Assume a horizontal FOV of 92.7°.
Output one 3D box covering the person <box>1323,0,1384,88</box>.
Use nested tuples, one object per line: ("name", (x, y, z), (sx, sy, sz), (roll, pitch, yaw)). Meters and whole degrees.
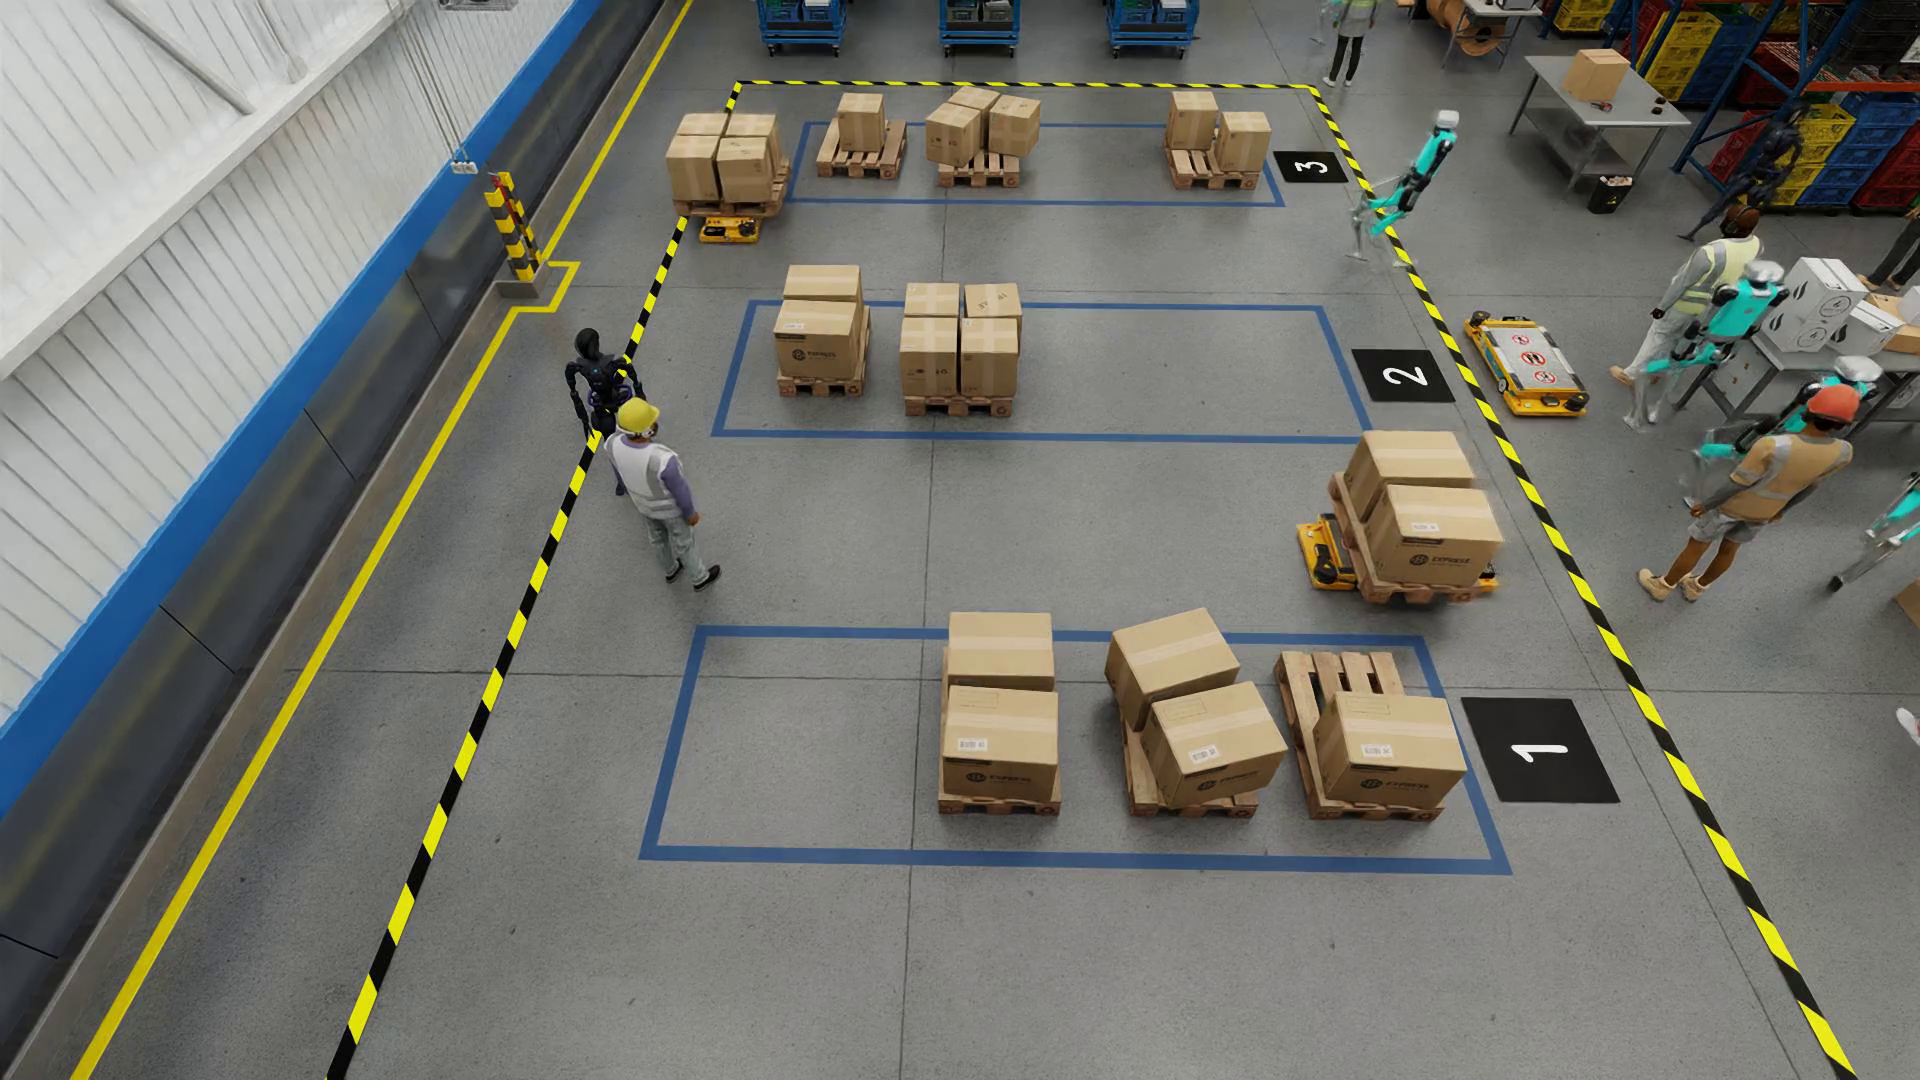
("person", (5.554, -7.353, 12.850), (0.597, 1.850, 0.397), (0, 49, 0))

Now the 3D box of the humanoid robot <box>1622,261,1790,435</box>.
("humanoid robot", (6.458, -1.763, 8.074), (0.542, 1.771, 0.698), (2, 49, 2))

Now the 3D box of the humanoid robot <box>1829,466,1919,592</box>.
("humanoid robot", (7.182, -0.276, 6.817), (0.963, 1.773, 0.540), (-18, 52, -15))

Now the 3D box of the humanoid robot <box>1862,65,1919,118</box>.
("humanoid robot", (11.407, -5.395, 11.311), (0.641, 1.639, 0.612), (8, 50, 7))

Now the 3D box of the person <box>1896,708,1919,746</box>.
("person", (6.792, 0.969, 5.625), (0.600, 1.890, 0.821), (4, 49, 3))

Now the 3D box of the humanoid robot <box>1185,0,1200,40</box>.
("humanoid robot", (3.580, -8.654, 14.104), (0.423, 1.642, 0.596), (-8, 50, -7))

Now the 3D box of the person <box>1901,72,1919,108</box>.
("person", (12.058, -5.833, 11.410), (0.391, 2.040, 0.613), (2, 49, 1))

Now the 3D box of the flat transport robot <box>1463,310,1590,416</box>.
("flat transport robot", (5.573, -1.757, 9.054), (0.659, 0.231, 1.431), (1, 49, 1))

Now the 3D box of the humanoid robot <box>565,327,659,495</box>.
("humanoid robot", (-2.808, -1.033, 7.486), (0.599, 1.657, 0.315), (-8, 50, -7))

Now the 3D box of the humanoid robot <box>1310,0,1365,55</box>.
("humanoid robot", (5.757, -8.162, 13.659), (1.039, 1.773, 0.548), (15, 51, 12))

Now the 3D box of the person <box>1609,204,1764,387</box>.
("person", (6.675, -2.191, 8.398), (0.629, 1.835, 0.429), (-10, 50, -9))

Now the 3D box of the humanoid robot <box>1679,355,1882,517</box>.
("humanoid robot", (6.358, -0.854, 7.370), (0.550, 1.874, 0.825), (-3, 49, -3))

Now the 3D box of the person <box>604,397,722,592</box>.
("person", (-2.195, -0.307, 6.764), (0.590, 1.832, 0.404), (19, 52, 16))

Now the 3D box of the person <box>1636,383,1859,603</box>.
("person", (5.661, -0.281, 6.606), (0.613, 2.037, 0.382), (3, 49, 2))

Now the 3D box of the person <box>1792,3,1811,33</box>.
("person", (13.203, -8.790, 14.083), (0.530, 1.868, 0.309), (-8, 50, -7))

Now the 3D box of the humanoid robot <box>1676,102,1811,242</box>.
("humanoid robot", (8.666, -3.928, 10.020), (0.716, 1.631, 0.605), (-10, 50, -9))

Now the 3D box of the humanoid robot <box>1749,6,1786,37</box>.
("humanoid robot", (12.340, -8.272, 13.754), (0.599, 1.653, 0.315), (10, 50, 9))

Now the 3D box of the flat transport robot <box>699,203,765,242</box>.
("flat transport robot", (-2.677, -4.046, 11.017), (0.652, 0.197, 1.431), (1, 49, 1))

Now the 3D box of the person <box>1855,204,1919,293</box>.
("person", (10.145, -3.428, 9.467), (0.502, 1.835, 0.353), (-3, 49, -3))

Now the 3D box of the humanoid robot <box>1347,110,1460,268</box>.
("humanoid robot", (4.613, -3.680, 9.734), (0.958, 1.729, 0.536), (11, 50, 9))

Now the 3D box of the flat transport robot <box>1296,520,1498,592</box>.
("flat transport robot", (3.538, 0.094, 7.434), (1.431, 0.197, 0.652), (1, 49, 1))
